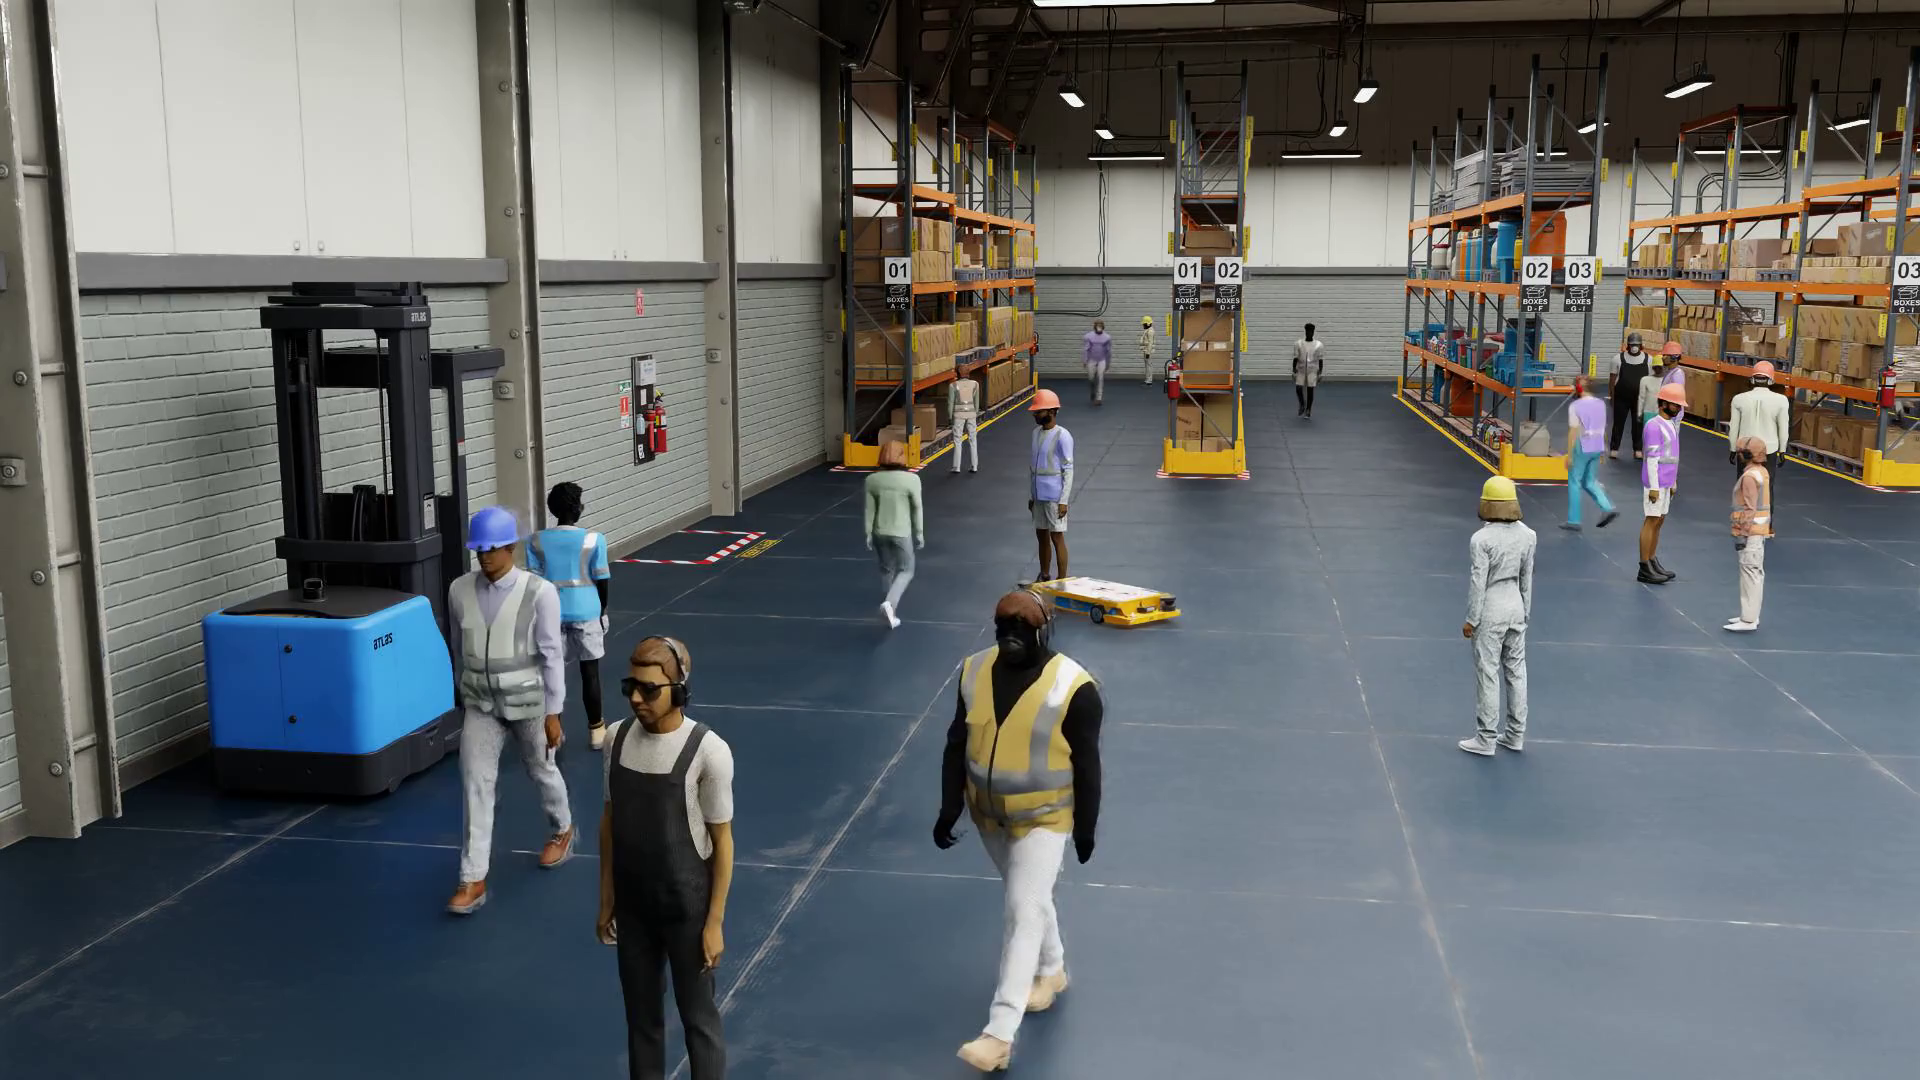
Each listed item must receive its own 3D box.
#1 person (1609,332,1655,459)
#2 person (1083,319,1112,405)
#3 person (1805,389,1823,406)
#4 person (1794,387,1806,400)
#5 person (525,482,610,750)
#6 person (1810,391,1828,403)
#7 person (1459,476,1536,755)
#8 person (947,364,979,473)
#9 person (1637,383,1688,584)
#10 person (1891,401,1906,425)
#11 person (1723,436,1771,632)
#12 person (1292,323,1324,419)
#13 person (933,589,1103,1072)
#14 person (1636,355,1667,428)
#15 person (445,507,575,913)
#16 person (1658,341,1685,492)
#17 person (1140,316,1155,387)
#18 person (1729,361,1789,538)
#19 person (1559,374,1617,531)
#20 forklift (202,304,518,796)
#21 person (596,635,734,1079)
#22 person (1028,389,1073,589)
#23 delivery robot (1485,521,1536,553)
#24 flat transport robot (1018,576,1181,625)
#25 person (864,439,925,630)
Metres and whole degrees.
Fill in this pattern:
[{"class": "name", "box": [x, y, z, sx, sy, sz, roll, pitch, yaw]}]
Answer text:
[{"class": "person", "box": [10.787, -2.303, 26.700, 0.684, 2.000, 0.535, 2, 10, 15]}, {"class": "person", "box": [3.103, -4.014, 37.474, 0.647, 1.925, 0.512, 1, 9, 5]}, {"class": "person", "box": [18.716, -3.698, 36.421, 0.499, 1.634, 0.285, 3, 10, 18]}, {"class": "person", "box": [19.557, -4.167, 38.723, 0.605, 1.823, 0.643, -1, 9, -8]}, {"class": "person", "box": [-2.459, 0.477, 10.471, 0.536, 1.699, 0.322, 0, 9, 1]}, {"class": "person", "box": [19.730, -4.182, 38.149, 0.609, 2.043, 0.397, -1, 9, -3]}, {"class": "person", "box": [3.350, 0.467, 10.408, 0.493, 1.740, 0.325, -4, 10, -25]}, {"class": "person", "box": [0.053, -1.813, 24.813, 0.513, 1.632, 0.312, -4, 10, -21]}, {"class": "person", "box": [6.824, -0.558, 16.152, 0.370, 1.928, 0.543, 7, 12, 37]}, {"class": "person", "box": [18.383, -3.144, 32.447, 0.602, 1.816, 0.696, 2, 9, 10]}, {"class": "person", "box": [6.606, -0.050, 13.920, 0.315, 1.636, 0.515, 6, 11, 34]}, {"class": "person", "box": [7.073, -3.443, 33.863, 0.648, 1.949, 0.425, 3, 10, 19]}, {"class": "person", "box": [0.219, 1.079, 6.486, 0.616, 1.799, 0.976, 7, 11, 36]}, {"class": "person", "box": [10.498, -1.920, 25.096, 0.530, 1.755, 0.401, 5, 11, 30]}, {"class": "person", "box": [-2.176, 0.764, 8.093, 0.622, 1.903, 0.999, 2, 9, 12]}, {"class": "person", "box": [9.701, -1.690, 22.774, 0.378, 2.045, 0.605, 2, 10, 14]}, {"class": "person", "box": [4.873, -4.904, 43.255, 0.403, 1.833, 0.586, 0, 9, 2]}, {"class": "person", "box": [9.031, -1.025, 18.830, 0.612, 1.995, 0.378, 5, 10, 29]}, {"class": "person", "box": [7.292, -1.005, 19.247, 0.613, 1.820, 0.580, -5, 11, -29]}, {"class": "forklift", "box": [-3.673, -0.038, 10.147, 1.129, 2.768, 1.873, 1, 9, 9]}, {"class": "person", "box": [-0.979, 1.214, 5.478, 0.509, 1.846, 0.341, 4, 10, 24]}, {"class": "person", "box": [0.789, -0.409, 15.208, 0.372, 1.934, 0.551, -6, 11, -33]}, {"class": "delivery robot", "box": [5.644, -0.049, 17.077, 0.477, 0.478, 0.707, 0, 9, 1]}, {"class": "flat transport robot", "box": [1.198, 0.520, 14.730, 0.652, 0.197, 1.431, -8, 12, -41]}, {"class": "person", "box": [-0.574, -0.031, 13.853, 0.508, 1.615, 0.540, 3, 10, 20]}]
